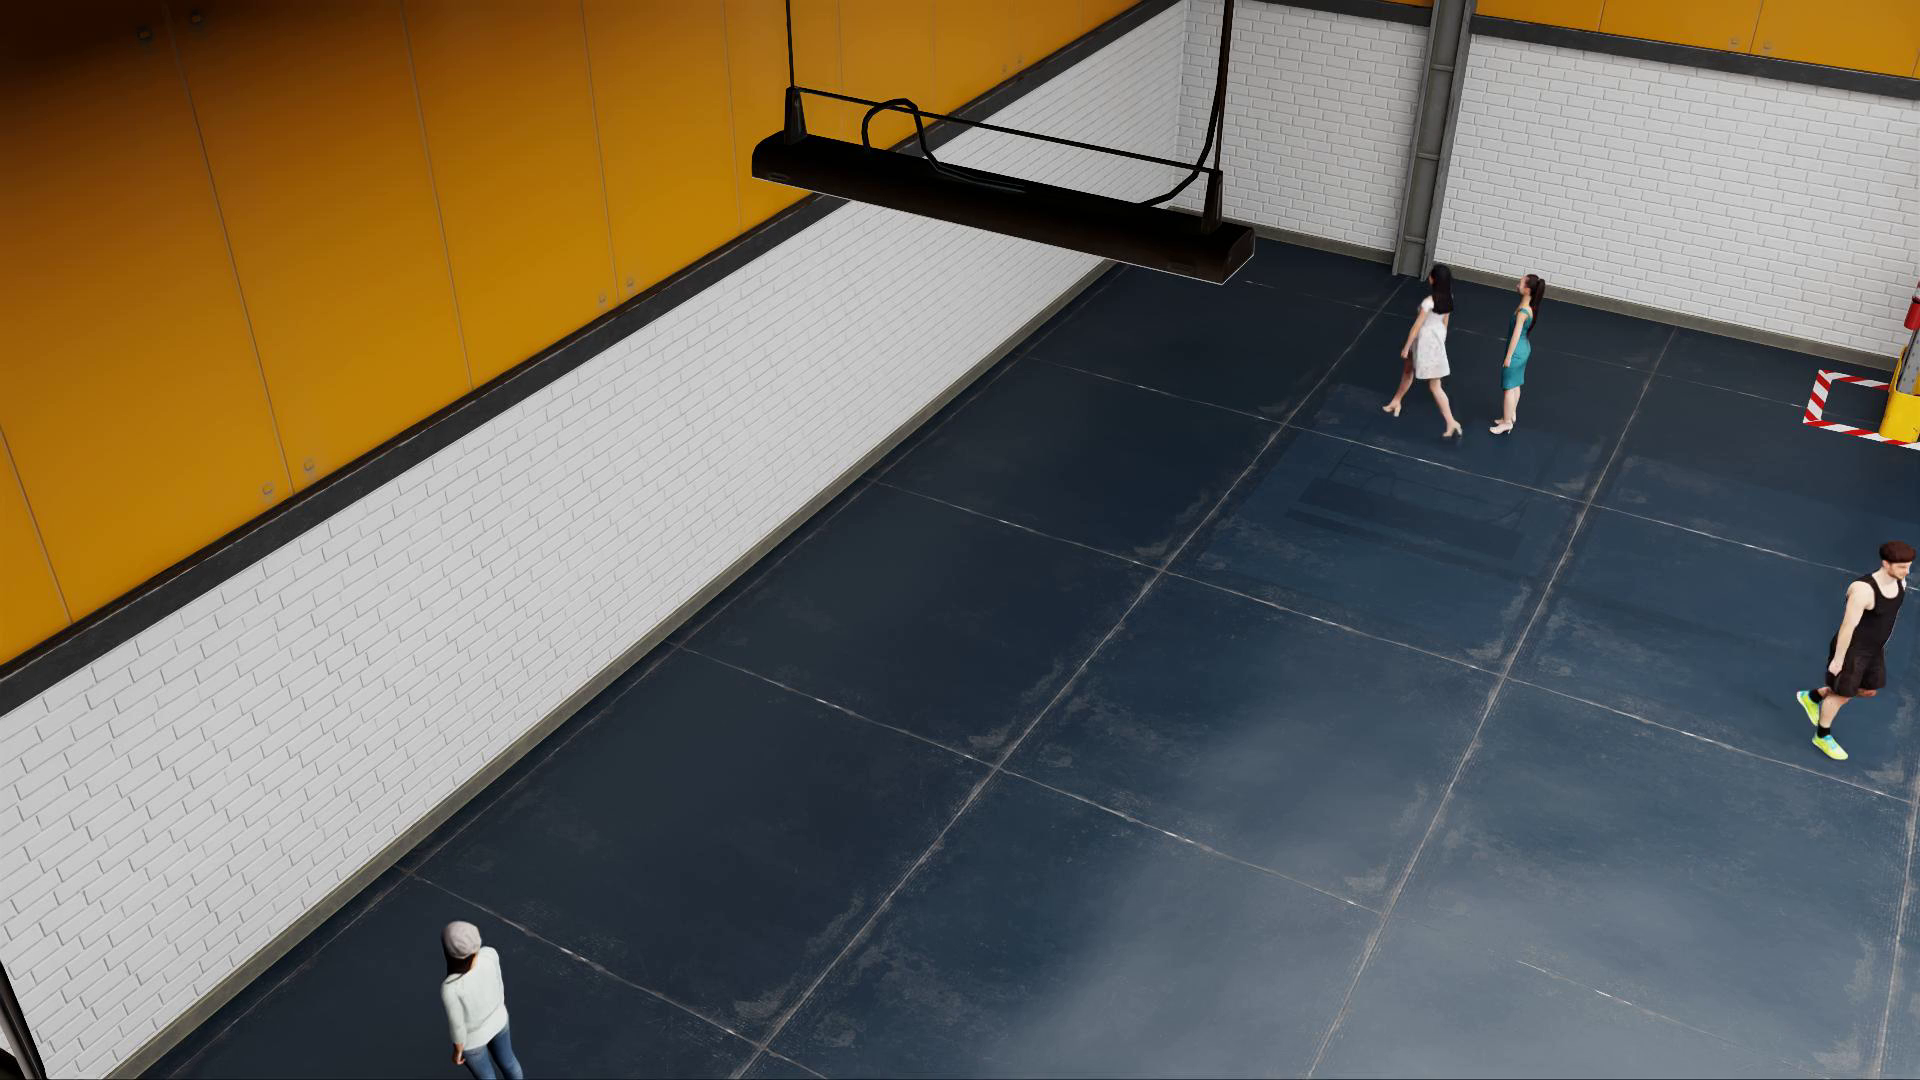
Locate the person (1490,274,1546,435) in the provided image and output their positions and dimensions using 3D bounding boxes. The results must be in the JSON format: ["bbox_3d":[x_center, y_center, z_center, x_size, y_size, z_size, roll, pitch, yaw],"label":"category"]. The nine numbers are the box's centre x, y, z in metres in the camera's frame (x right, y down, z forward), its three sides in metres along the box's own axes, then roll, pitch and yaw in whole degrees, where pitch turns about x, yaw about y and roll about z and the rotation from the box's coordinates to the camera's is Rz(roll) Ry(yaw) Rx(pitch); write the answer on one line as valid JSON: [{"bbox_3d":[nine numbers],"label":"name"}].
[{"bbox_3d":[5.437,-1.817,16.229,0.475,1.685,0.533,19,38,26],"label":"person"}]

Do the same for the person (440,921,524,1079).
[{"bbox_3d":[-2.706,2.748,9.398,0.480,1.644,0.556,17,37,24],"label":"person"}]

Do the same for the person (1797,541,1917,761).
[{"bbox_3d":[6.531,0.742,12.205,0.887,1.879,0.952,-17,37,-24],"label":"person"}]

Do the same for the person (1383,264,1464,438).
[{"bbox_3d":[4.606,-1.783,16.143,0.895,1.725,1.249,-25,41,-32],"label":"person"}]
